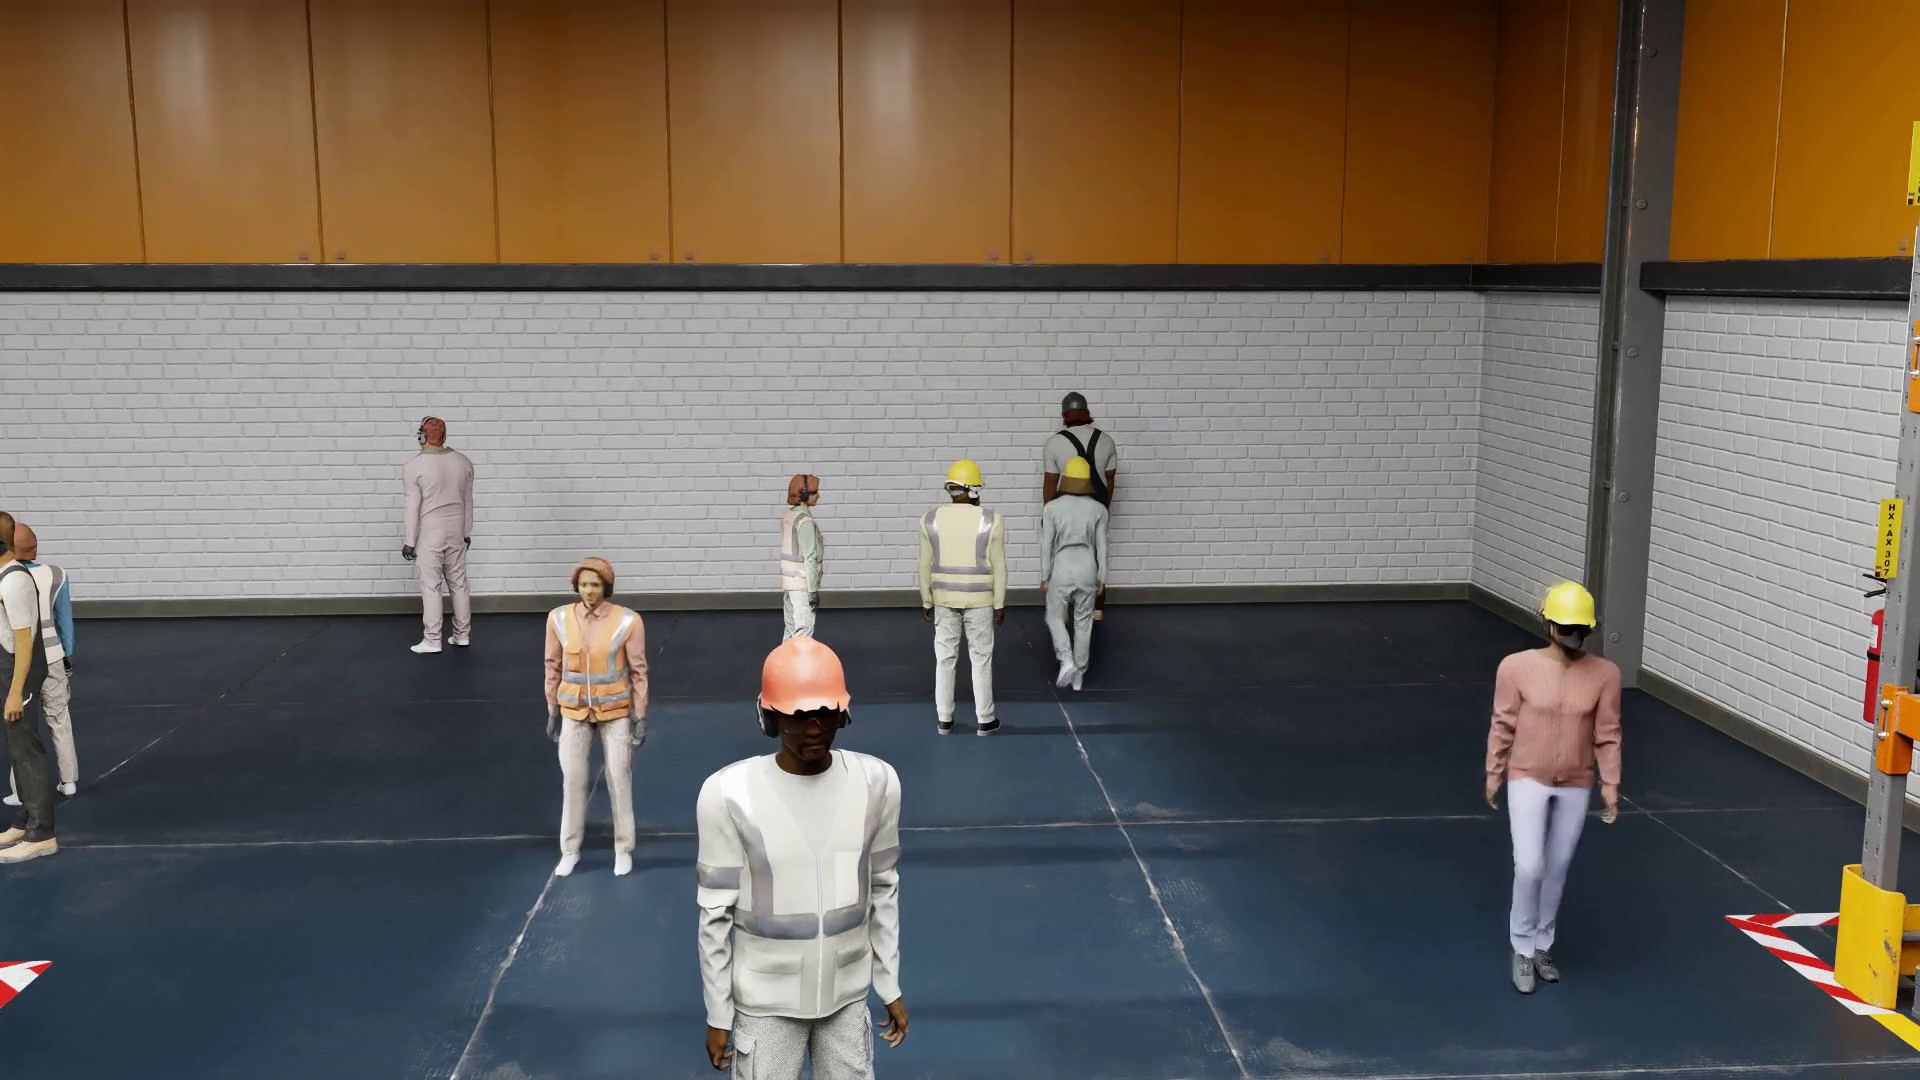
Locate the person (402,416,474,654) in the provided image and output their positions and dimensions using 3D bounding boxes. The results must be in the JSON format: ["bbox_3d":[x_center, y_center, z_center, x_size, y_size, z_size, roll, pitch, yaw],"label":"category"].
[{"bbox_3d":[-4.215,-0.040,13.390,0.407,1.908,0.641,6,11,35],"label":"person"}]

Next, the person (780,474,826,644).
[{"bbox_3d":[-1.119,0.347,11.805,0.311,1.636,0.523,-4,10,-23],"label":"person"}]

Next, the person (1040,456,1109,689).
[{"bbox_3d":[0.832,0.254,12.065,0.497,1.731,0.459,-1,9,-6],"label":"person"}]

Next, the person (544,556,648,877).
[{"bbox_3d":[-1.835,0.887,8.416,0.522,1.637,0.314,0,9,3],"label":"person"}]

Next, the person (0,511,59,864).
[{"bbox_3d":[-4.934,0.748,8.646,0.344,1.841,0.504,-7,11,-35],"label":"person"}]

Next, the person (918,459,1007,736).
[{"bbox_3d":[0.022,0.383,10.972,0.591,1.829,0.404,2,9,12],"label":"person"}]

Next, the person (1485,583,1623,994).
[{"bbox_3d":[2.518,1.046,7.011,0.538,1.747,0.578,0,9,2],"label":"person"}]

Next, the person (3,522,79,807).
[{"bbox_3d":[-5.327,0.711,9.517,0.308,1.636,0.524,7,11,37],"label":"person"}]

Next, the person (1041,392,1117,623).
[{"bbox_3d":[1.001,-0.298,14.587,0.674,2.000,0.536,-3,10,-19],"label":"person"}]

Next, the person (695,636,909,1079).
[{"bbox_3d":[-0.432,1.273,4.714,0.605,2.045,0.378,-4,10,-23],"label":"person"}]
